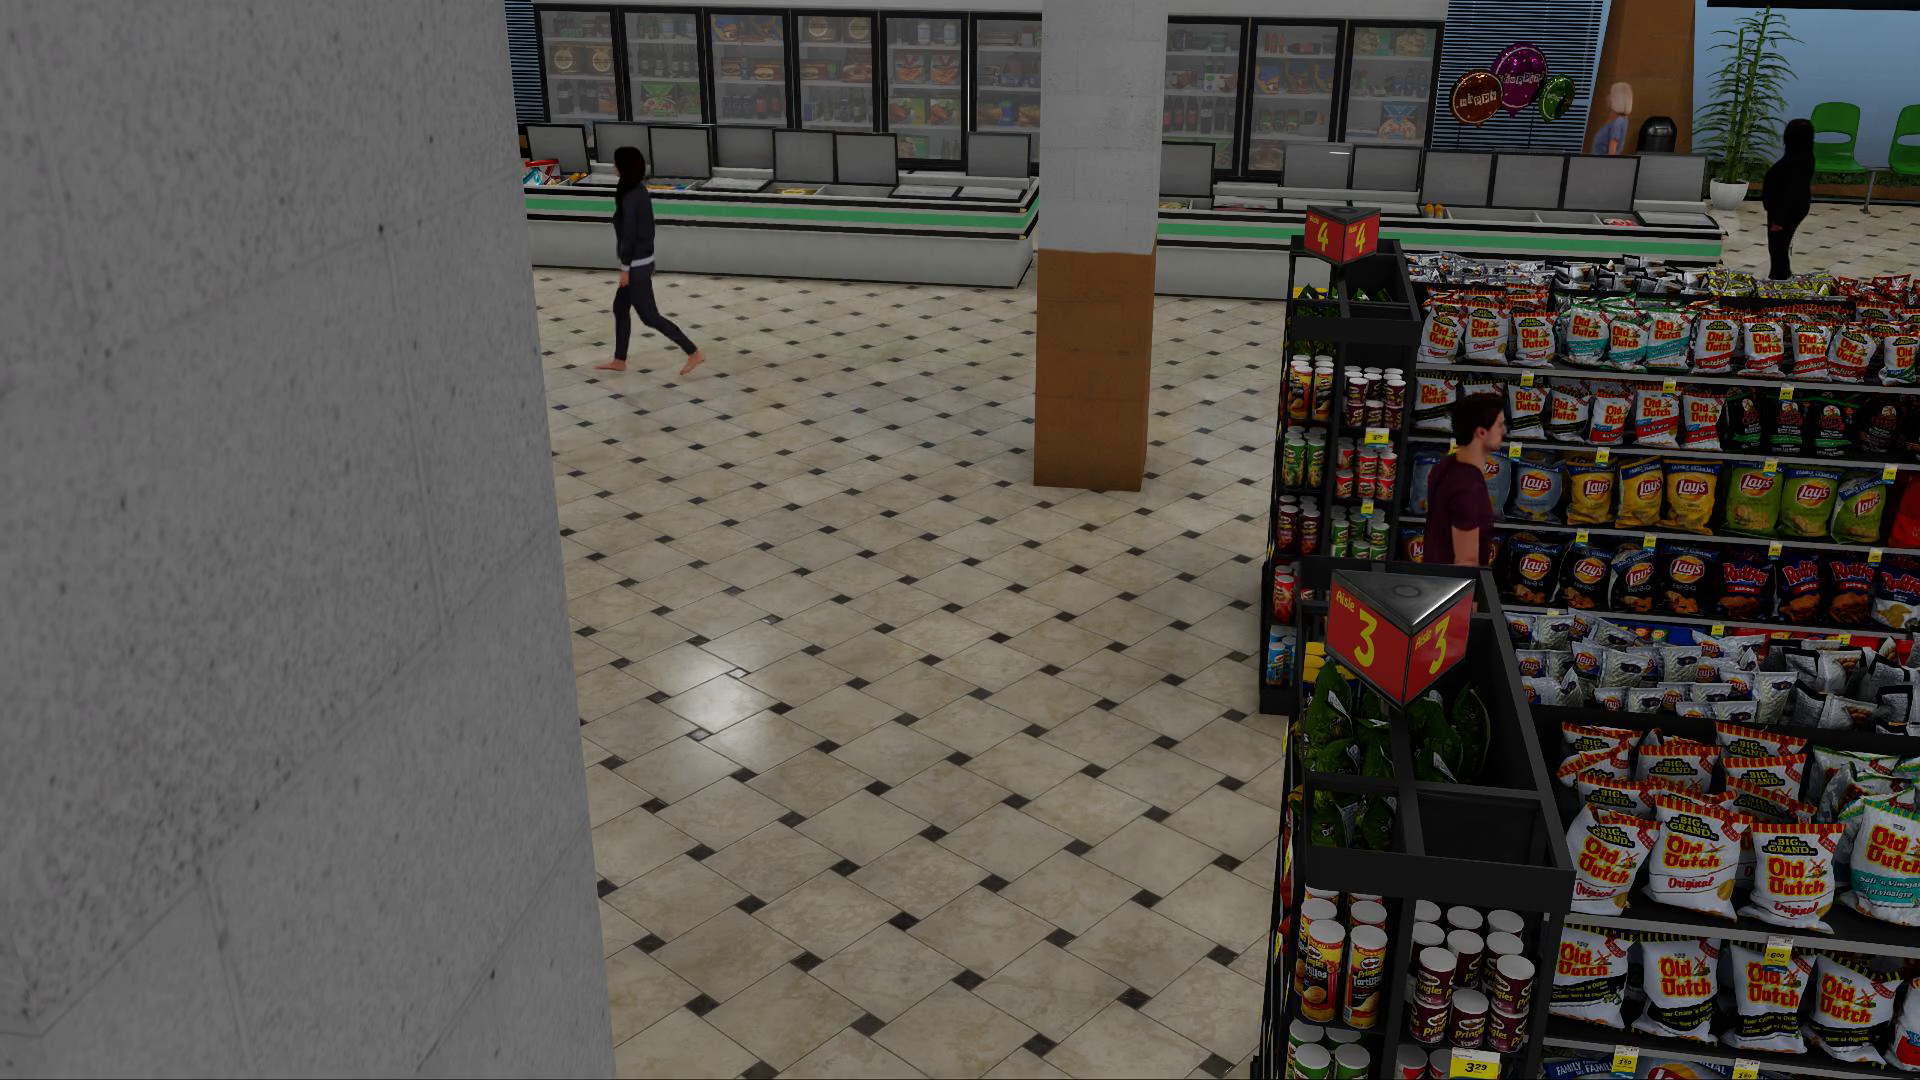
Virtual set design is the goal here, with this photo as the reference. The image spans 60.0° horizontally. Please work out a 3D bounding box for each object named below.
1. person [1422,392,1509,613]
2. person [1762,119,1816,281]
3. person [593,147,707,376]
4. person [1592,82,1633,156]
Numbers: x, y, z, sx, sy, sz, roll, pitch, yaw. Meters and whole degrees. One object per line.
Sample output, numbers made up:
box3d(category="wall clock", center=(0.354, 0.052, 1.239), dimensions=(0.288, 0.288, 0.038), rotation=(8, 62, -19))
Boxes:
box3d(category="person", center=(2.029, 0.270, 7.119), dimensions=(1.039, 1.826, 0.669), rotation=(3, 24, 7))
box3d(category="person", center=(7.230, -2.855, 14.521), dimensions=(0.771, 1.616, 0.755), rotation=(15, 28, 30))
box3d(category="person", center=(-2.347, -2.061, 12.564), dimensions=(1.165, 1.731, 0.762), rotation=(-1, 24, -1))
box3d(category="person", center=(6.145, -3.468, 15.790), dimensions=(0.559, 1.722, 0.611), rotation=(8, 25, 18))
